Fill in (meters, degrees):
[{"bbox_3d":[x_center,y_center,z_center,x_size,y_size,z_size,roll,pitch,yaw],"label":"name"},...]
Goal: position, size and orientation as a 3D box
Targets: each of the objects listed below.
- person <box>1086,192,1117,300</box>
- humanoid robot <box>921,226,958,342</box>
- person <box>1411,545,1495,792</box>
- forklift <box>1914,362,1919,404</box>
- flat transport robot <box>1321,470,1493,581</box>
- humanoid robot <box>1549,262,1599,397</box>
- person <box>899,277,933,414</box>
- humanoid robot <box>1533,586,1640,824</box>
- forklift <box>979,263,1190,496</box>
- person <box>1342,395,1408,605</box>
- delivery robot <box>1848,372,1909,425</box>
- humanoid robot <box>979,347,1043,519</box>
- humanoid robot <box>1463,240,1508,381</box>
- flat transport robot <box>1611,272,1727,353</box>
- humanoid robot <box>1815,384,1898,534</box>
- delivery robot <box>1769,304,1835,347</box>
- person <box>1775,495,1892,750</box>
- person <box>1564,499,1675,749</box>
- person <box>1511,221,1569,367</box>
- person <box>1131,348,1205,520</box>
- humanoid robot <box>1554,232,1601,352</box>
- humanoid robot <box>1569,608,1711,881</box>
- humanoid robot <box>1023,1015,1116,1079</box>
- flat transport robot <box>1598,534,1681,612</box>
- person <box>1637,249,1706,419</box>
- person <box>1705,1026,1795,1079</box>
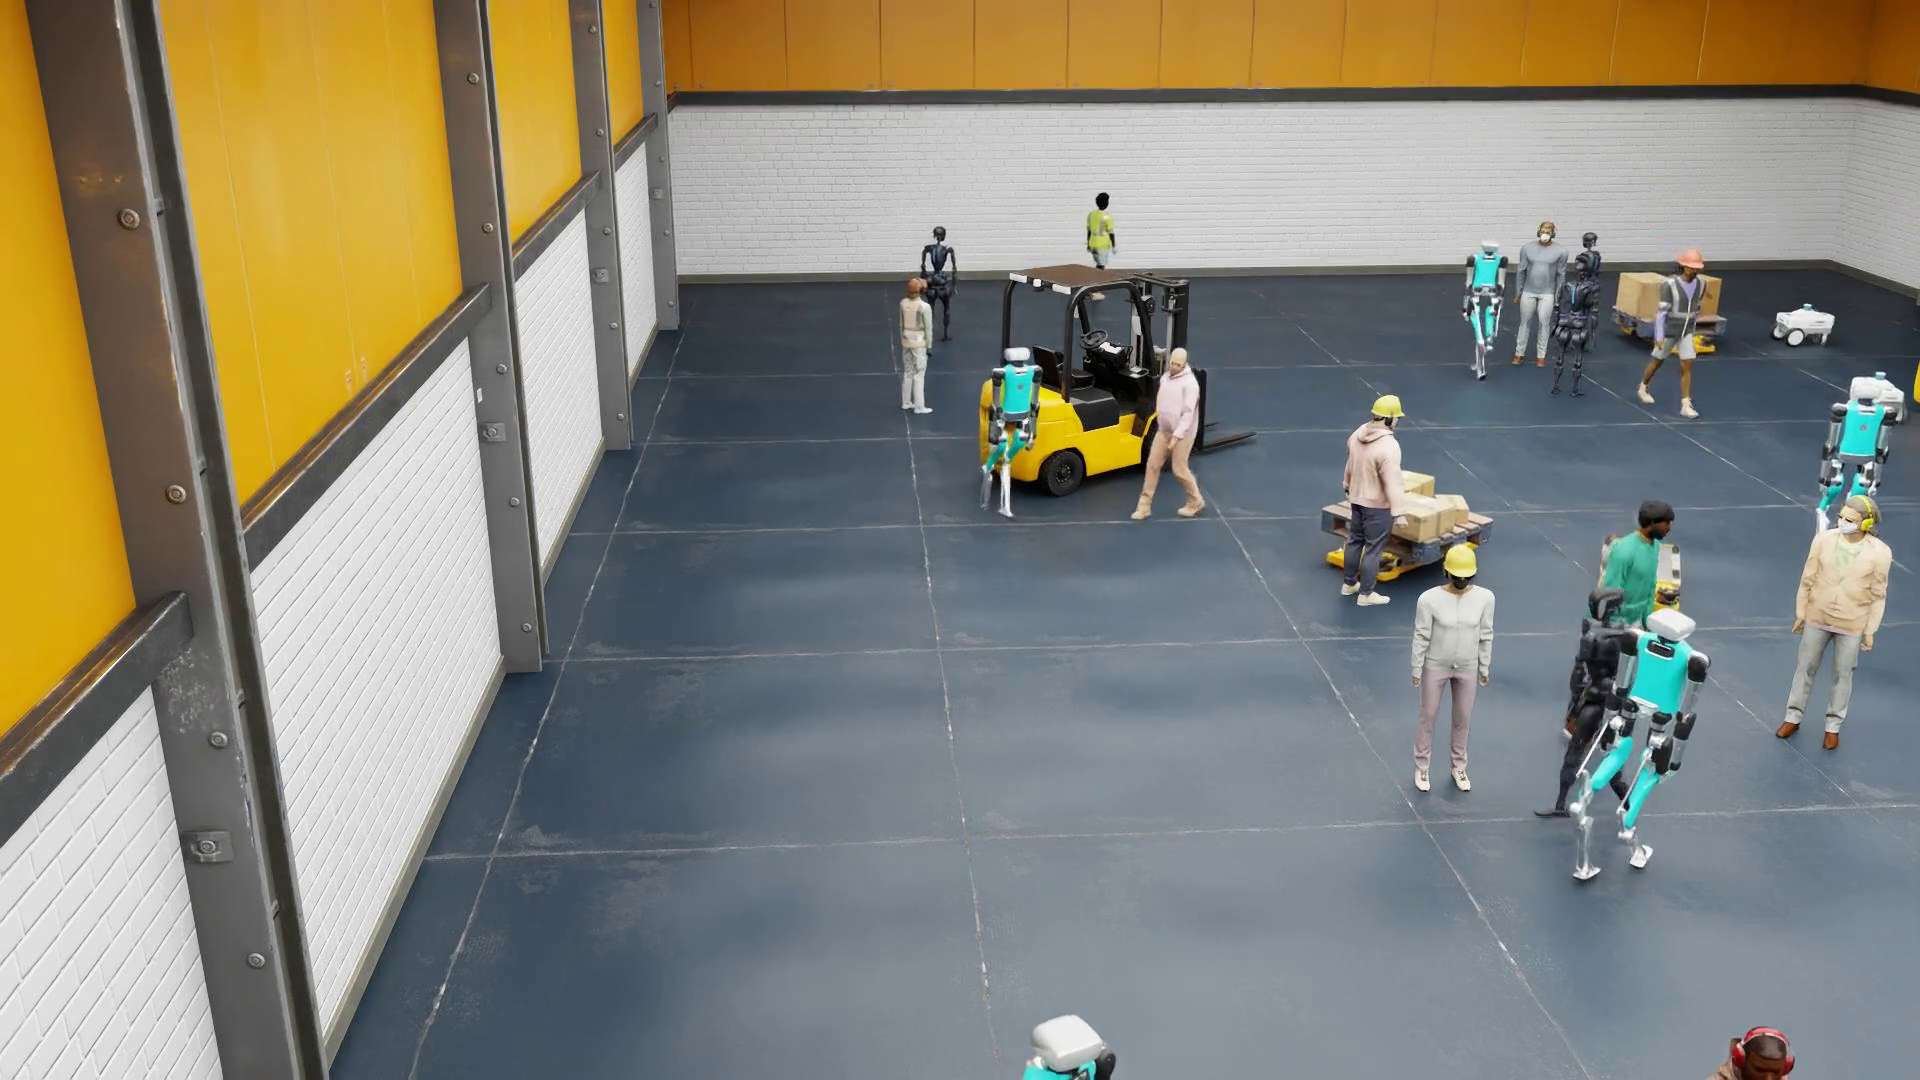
[{"bbox_3d":[2.227,-4.613,26.150,0.442,1.683,0.538,-14,24,-33],"label":"person"},{"bbox_3d":[-0.334,-3.565,23.319,0.612,1.631,0.667,10,22,25],"label":"humanoid robot"},{"bbox_3d":[3.284,0.855,11.135,0.529,1.760,0.331,0,20,0],"label":"person"},{"bbox_3d":[12.602,-2.435,19.475,2.313,2.155,1.214,-1,20,-4],"label":"forklift"},{"bbox_3d":[4.129,0.056,15.475,1.431,0.231,0.659,-15,25,-36],"label":"flat transport robot"},{"bbox_3d":[7.655,-2.642,20.763,0.599,1.656,0.315,18,26,39],"label":"humanoid robot"},{"bbox_3d":[-0.530,-2.331,20.009,0.521,1.634,0.322,18,27,40],"label":"person"},{"bbox_3d":[4.162,1.088,10.692,0.675,1.645,0.597,-2,20,-5],"label":"humanoid robot"},{"bbox_3d":[1.315,-1.764,17.646,2.313,2.155,1.214,-14,24,-33],"label":"forklift"},{"bbox_3d":[3.524,-0.336,14.248,0.434,1.854,0.817,-8,22,-21],"label":"person"},{"bbox_3d":[10.927,-1.694,19.824,0.499,0.592,0.792,1,20,3],"label":"delivery robot"},{"bbox_3d":[0.438,-1.052,16.473,0.549,1.842,0.773,-8,22,-21],"label":"humanoid robot"},{"bbox_3d":[6.827,-2.920,21.564,0.534,1.827,0.920,2,20,4],"label":"humanoid robot"},{"bbox_3d":[9.999,-2.900,23.530,0.659,0.231,1.431,-2,20,-5],"label":"flat transport robot"},{"bbox_3d":[8.038,-0.576,15.108,0.531,1.827,0.652,5,21,13],"label":"humanoid robot"},{"bbox_3d":[11.869,-3.014,23.452,0.785,0.614,0.499,-1,20,-2],"label":"delivery robot"},{"bbox_3d":[6.208,0.563,11.768,0.554,1.875,0.398,16,25,36],"label":"person"},{"bbox_3d":[4.702,0.570,11.829,0.563,1.815,0.447,-16,25,-37],"label":"person"},{"bbox_3d":[7.699,-3.274,22.128,0.629,1.940,0.373,9,22,23],"label":"person"},{"bbox_3d":[2.117,-1.037,16.322,0.718,1.748,0.533,-16,25,-36],"label":"person"},{"bbox_3d":[8.550,-3.406,22.849,0.604,1.649,0.361,-13,24,-32],"label":"humanoid robot"},{"bbox_3d":[4.009,1.299,9.971,0.892,1.770,0.567,-17,26,-38],"label":"humanoid robot"},{"bbox_3d":[0.548,2.699,6.225,0.542,1.774,1.036,-18,27,-40],"label":"humanoid robot"},{"bbox_3d":[6.053,0.297,14.819,0.659,0.231,1.431,8,22,20],"label":"flat transport robot"},{"bbox_3d":[8.621,-2.530,20.043,0.626,1.988,1.058,-4,21,-11],"label":"person"},{"bbox_3d":[3.054,2.592,6.570,0.460,1.645,0.317,4,21,11],"label":"person"}]
